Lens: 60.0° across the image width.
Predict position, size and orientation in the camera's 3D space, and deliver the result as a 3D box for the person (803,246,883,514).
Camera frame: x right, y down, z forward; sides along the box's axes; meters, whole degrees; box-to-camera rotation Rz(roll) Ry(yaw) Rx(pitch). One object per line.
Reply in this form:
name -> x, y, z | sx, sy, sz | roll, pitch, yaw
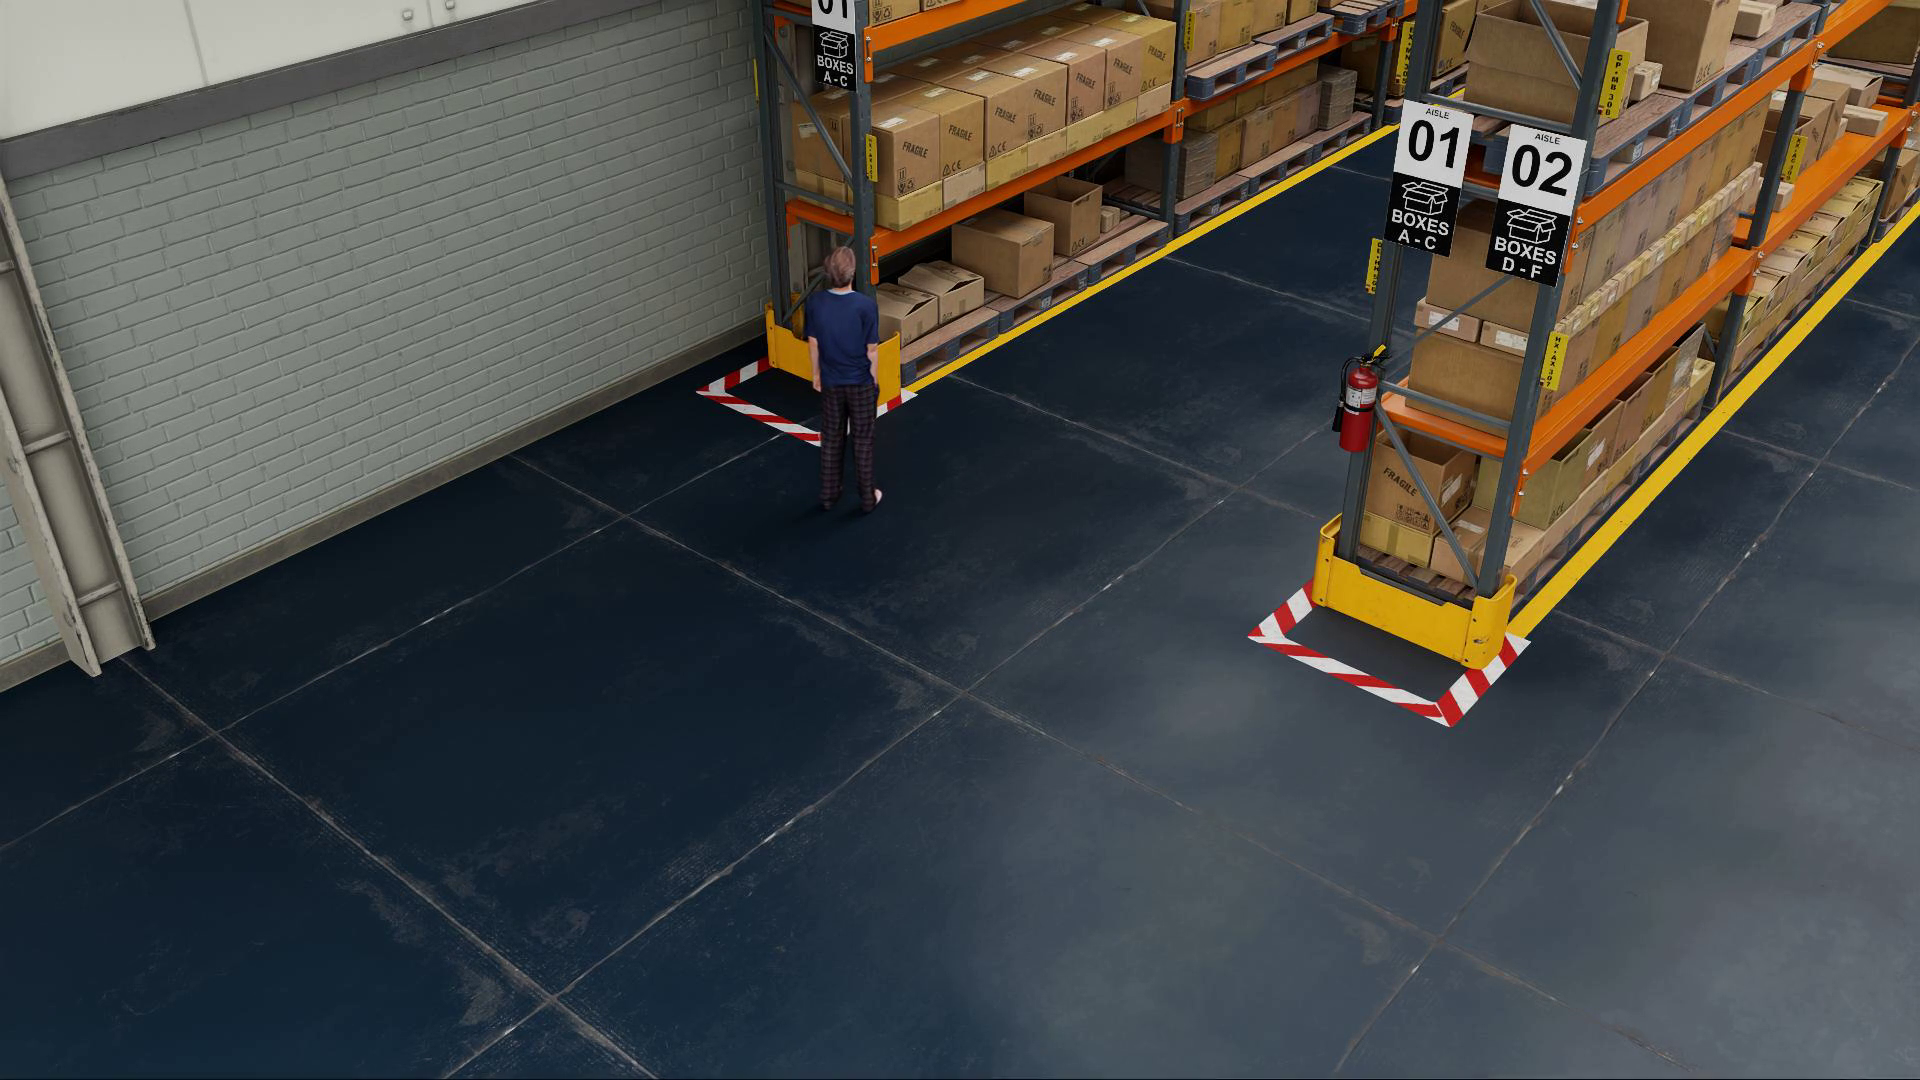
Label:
person -> -0.739, -1.038, 10.924 | 0.725, 1.870, 0.693 | 9, 34, 13
